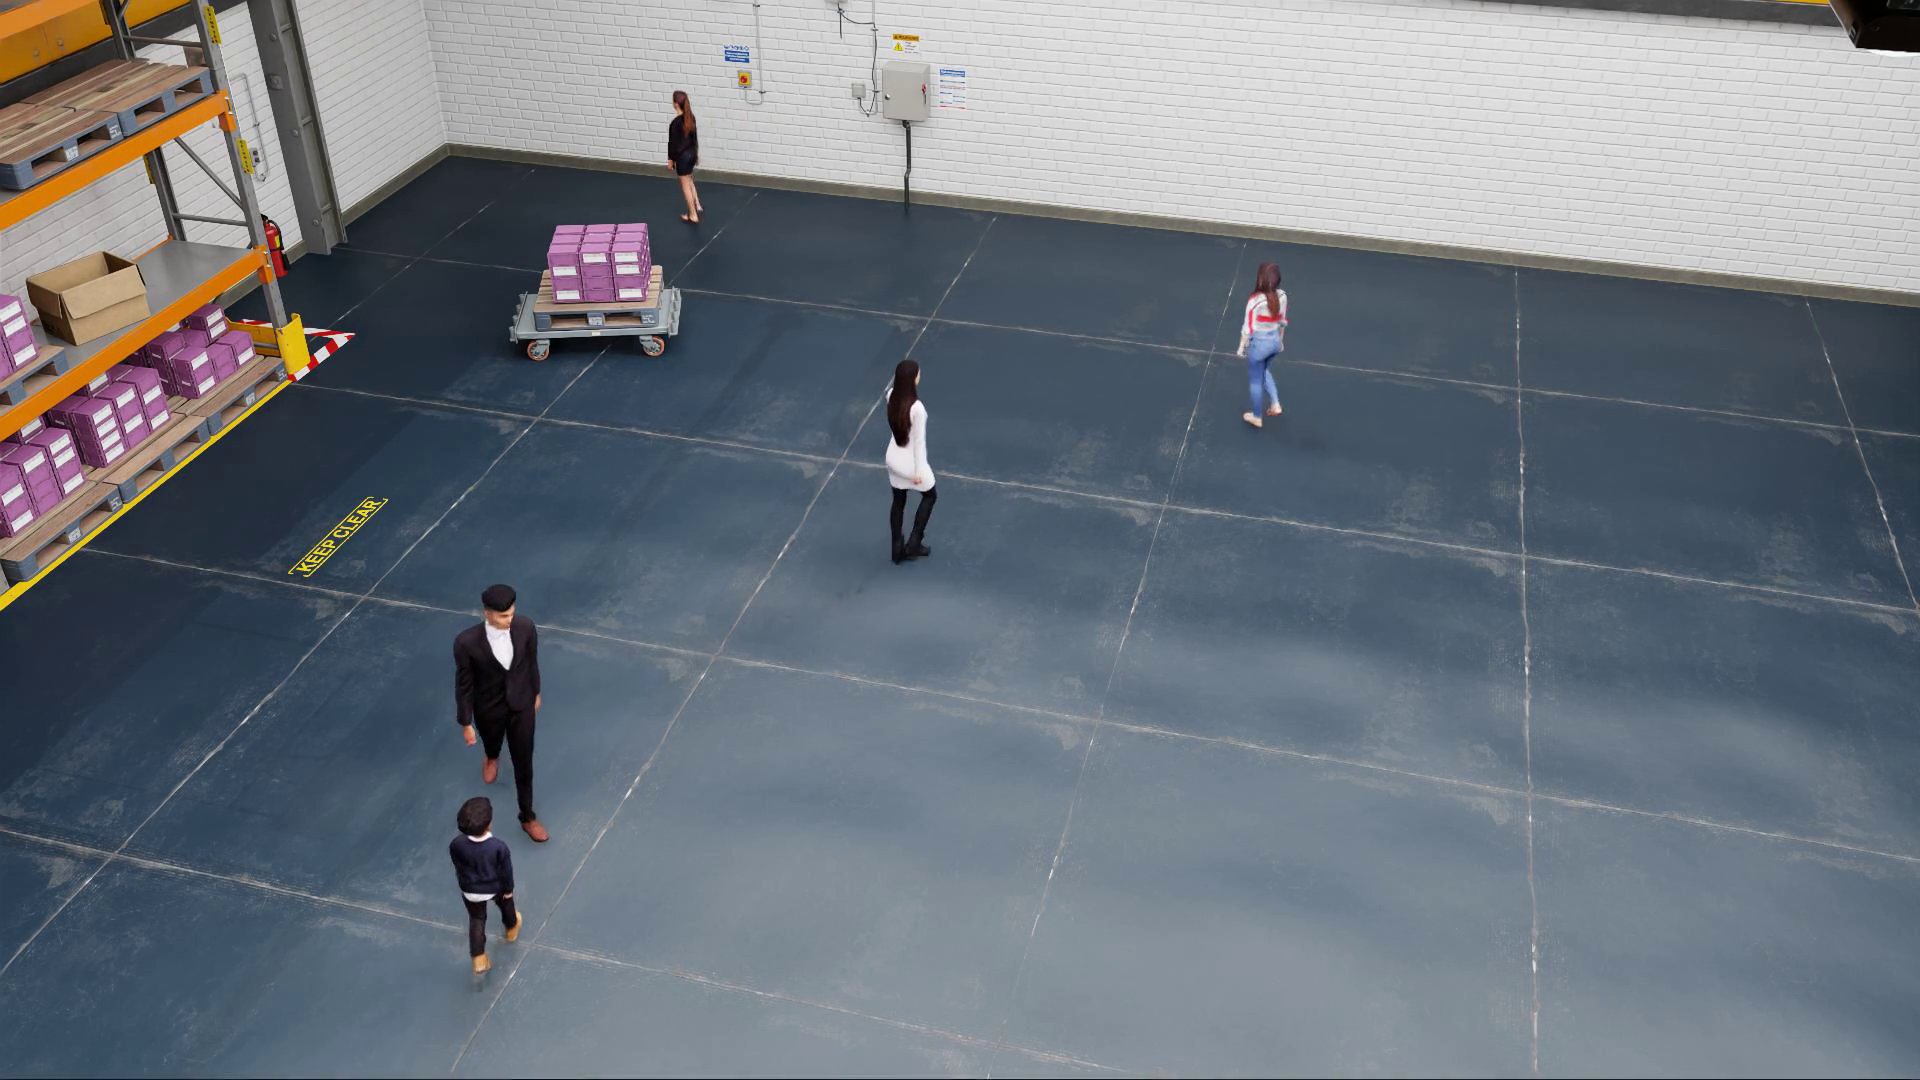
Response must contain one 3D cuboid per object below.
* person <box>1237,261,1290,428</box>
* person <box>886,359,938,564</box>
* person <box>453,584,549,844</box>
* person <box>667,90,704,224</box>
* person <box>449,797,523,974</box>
[{"bbox_3d":[2.825,-1.741,15.133,0.751,1.602,0.818,-22,39,-29],"label":"person"},{"bbox_3d":[-0.493,-0.579,13.210,0.716,1.795,0.743,28,43,35],"label":"person"},{"bbox_3d":[-2.991,1.019,10.767,1.242,1.838,1.335,-12,35,-18],"label":"person"},{"bbox_3d":[-3.121,-4.409,19.196,0.676,1.547,0.598,19,38,26],"label":"person"},{"bbox_3d":[-2.822,2.032,9.808,0.666,1.212,0.860,-1,34,-2],"label":"person"}]
